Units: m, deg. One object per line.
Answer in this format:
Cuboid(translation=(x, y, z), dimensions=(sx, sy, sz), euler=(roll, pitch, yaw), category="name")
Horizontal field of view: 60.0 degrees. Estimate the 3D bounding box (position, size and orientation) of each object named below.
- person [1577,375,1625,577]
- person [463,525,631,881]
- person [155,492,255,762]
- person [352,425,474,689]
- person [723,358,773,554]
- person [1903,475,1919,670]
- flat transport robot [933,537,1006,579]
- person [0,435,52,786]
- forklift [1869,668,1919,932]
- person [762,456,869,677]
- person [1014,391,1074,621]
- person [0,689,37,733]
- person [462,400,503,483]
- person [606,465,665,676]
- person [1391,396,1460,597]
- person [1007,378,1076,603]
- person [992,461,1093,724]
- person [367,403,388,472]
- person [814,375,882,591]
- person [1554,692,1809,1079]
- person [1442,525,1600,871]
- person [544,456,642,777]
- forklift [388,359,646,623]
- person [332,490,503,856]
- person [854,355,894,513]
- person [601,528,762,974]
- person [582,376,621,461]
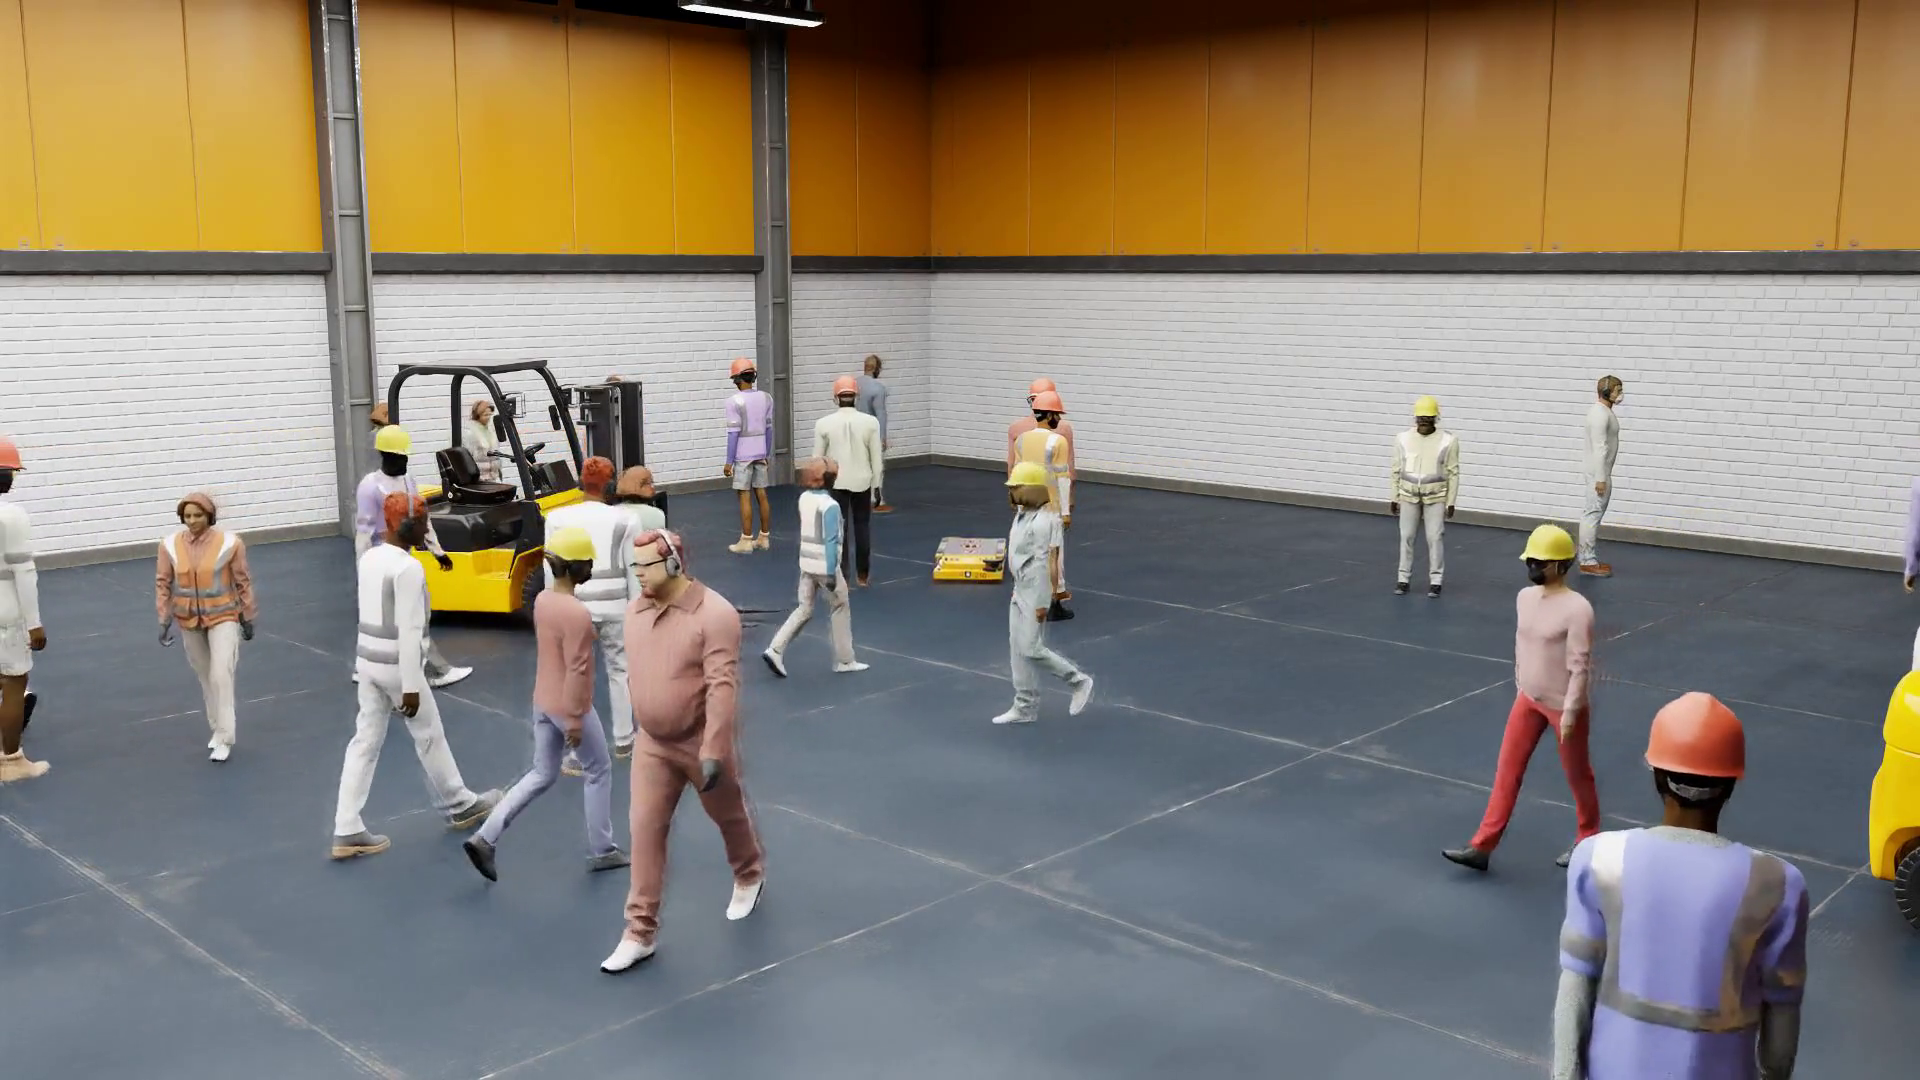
Cuboid(translation=(6.185, -0.628, 16.076), dimensions=(0.355, 1.938, 0.634), euler=(4, 10, 21), category="person")
Cuboid(translation=(-1.971, 0.797, 7.986), dimensions=(0.798, 1.736, 0.526), euler=(-7, 12, -38), category="person")
Cuboid(translation=(-4.554, 0.527, 10.003), dimensions=(0.509, 1.604, 0.765), euler=(-1, 9, -3), category="person")
Cuboid(translation=(-3.889, 0.128, 11.650), dimensions=(0.992, 1.870, 0.608), euler=(1, 9, 5), category="person")
Cuboid(translation=(-2.219, -0.873, 17.290), dimensions=(0.392, 2.033, 0.605), euler=(8, 12, 40), category="person")
Cuboid(translation=(6.621, 0.203, 11.015), dimensions=(0.640, 1.943, 0.432), euler=(9, 13, 43), category="person")
Cuboid(translation=(0.113, 0.167, 16.299), dimensions=(0.652, 0.197, 1.431), euler=(1, 9, 3), category="flat transport robot")
Cuboid(translation=(-5.491, 0.418, 9.408), dimensions=(0.601, 2.018, 0.572), euler=(4, 10, 23), category="person")
Cuboid(translation=(5.205, 0.723, 7.013), dimensions=(2.313, 2.155, 1.214), euler=(9, 13, 43), category="forklift")
Cuboid(translation=(-1.059, 0.199, 12.010), dimensions=(0.763, 1.610, 0.522), euler=(-6, 11, -34), category="person")
Cuboid(translation=(0.713, -0.285, 13.993), dimensions=(0.543, 1.932, 0.376), euler=(8, 12, 41), category="person")
Cuboid(translation=(-6.225, 0.355, 10.266), dimensions=(0.799, 1.873, 0.649), euler=(0, 9, 0), category="person")
Cuboid(translation=(-4.898, -0.638, 17.091), dimensions=(0.399, 1.621, 0.536), euler=(5, 11, 30), category="person")
Cuboid(translation=(-2.221, 0.300, 11.359), dimensions=(0.514, 1.617, 0.528), euler=(6, 11, 34), category="person")
Cuboid(translation=(4.180, -0.392, 14.995), dimensions=(0.605, 1.824, 0.404), euler=(5, 10, 28), category="person")
Cuboid(translation=(0.725, -0.432, 14.695), dimensions=(0.611, 1.996, 0.378), euler=(3, 10, 16), category="person")
Cuboid(translation=(0.528, 0.347, 10.732), dimensions=(0.564, 1.731, 0.484), euler=(-2, 10, -15), category="person")
Cuboid(translation=(-5.687, -0.551, 16.537), dimensions=(0.499, 1.633, 0.279), euler=(8, 12, 41), category="person")
Cuboid(translation=(-1.033, -0.523, 15.323), dimensions=(0.625, 1.994, 0.501), euler=(-1, 9, -7), category="person")
Cuboid(translation=(1.797, 1.323, 4.177), dimensions=(0.551, 1.909, 0.766), euler=(6, 11, 31), category="person")
Cuboid(translation=(2.813, 0.783, 8.074), dimensions=(0.895, 1.711, 0.543), euler=(-4, 10, -23), category="person")
Cuboid(translation=(-2.157, 0.440, 9.838), dimensions=(0.586, 1.858, 0.655), euler=(-1, 9, -8), category="person")
Cuboid(translation=(-3.850, -0.407, 13.936), dimensions=(2.313, 2.155, 1.214), euler=(2, 9, 11), category="forklift")
Cuboid(translation=(-2.846, 0.668, 8.506), dimensions=(0.597, 1.820, 0.977), euler=(8, 12, 41), category="person")
Cuboid(translation=(-1.211, -1.281, 20.199), dimensions=(0.843, 1.908, 0.564), euler=(9, 13, 43), category="person")
Cuboid(translation=(-1.200, 0.858, 7.274), dimensions=(0.644, 1.853, 1.045), euler=(4, 10, 22), category="person")
Cuboid(translation=(-3.745, -0.881, 18.018), dimensions=(0.652, 1.819, 0.600), euler=(0, 9, -2), category="person")
